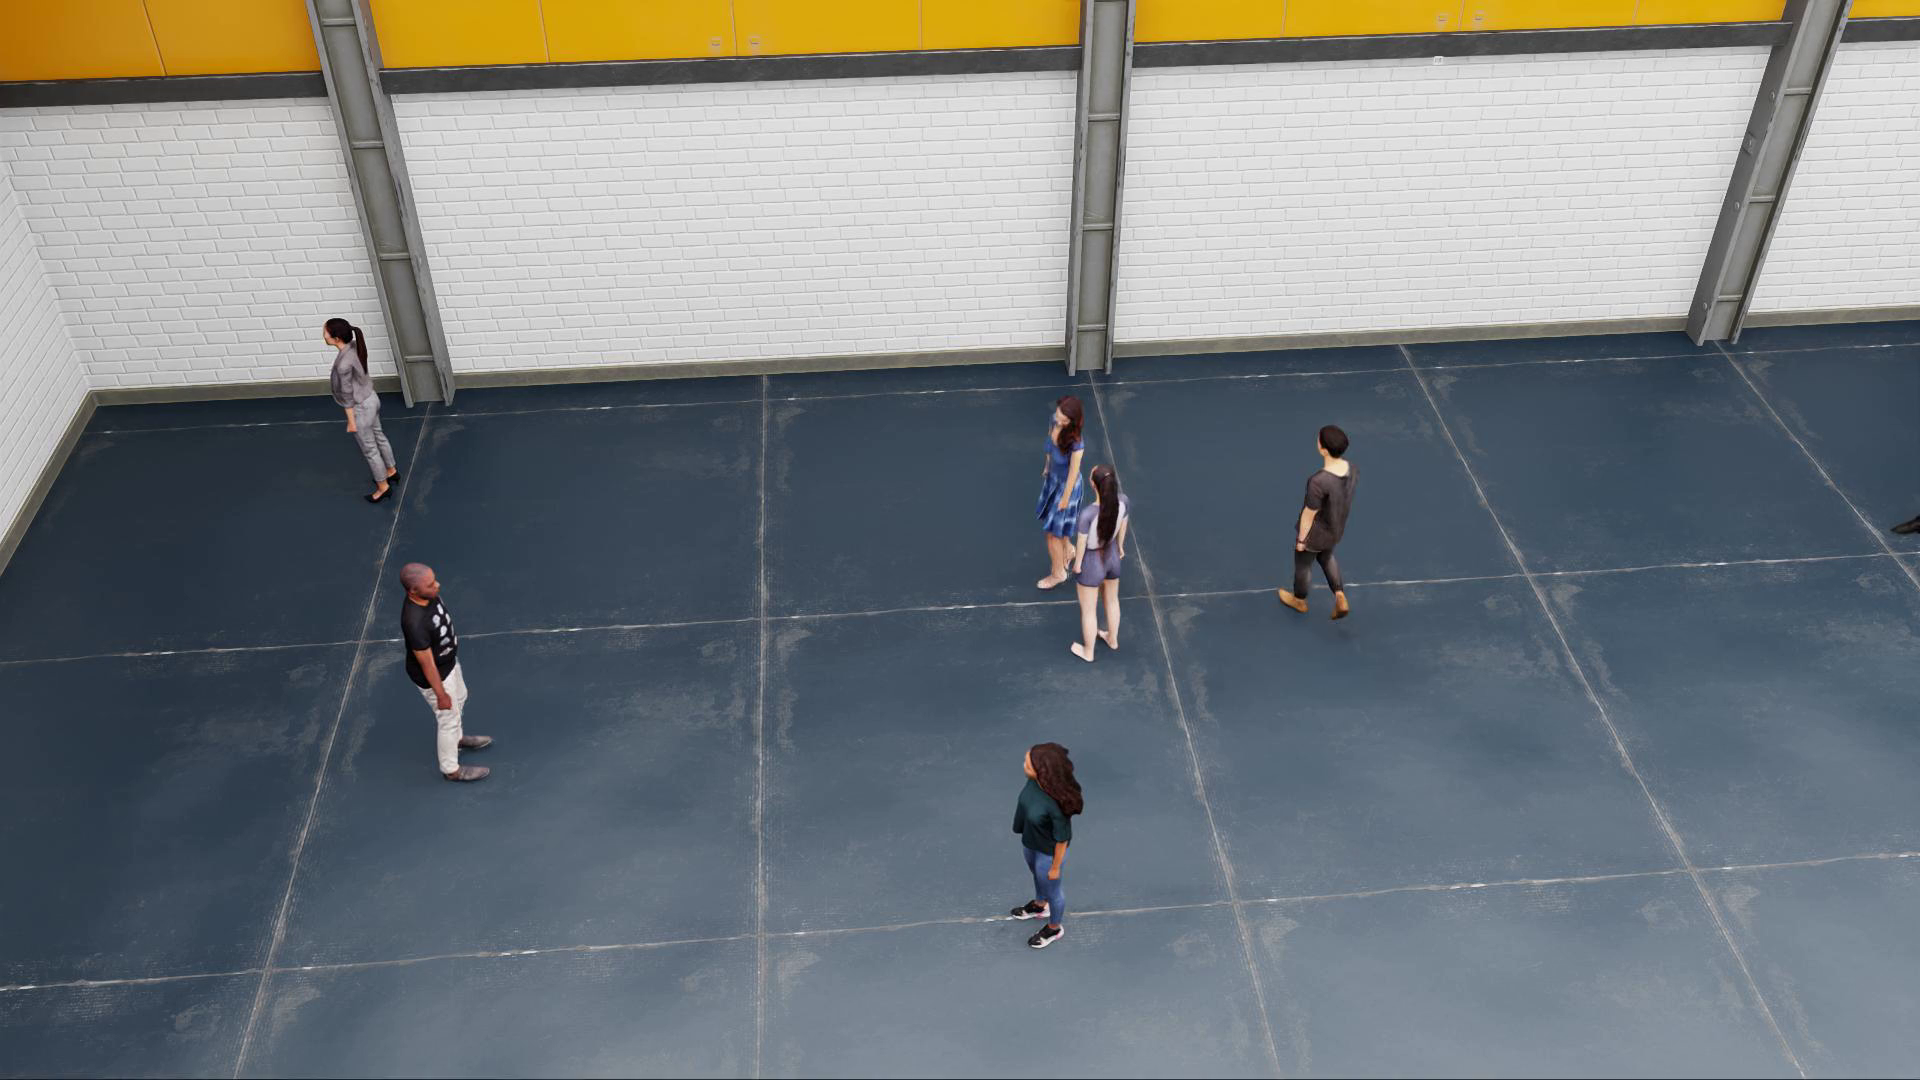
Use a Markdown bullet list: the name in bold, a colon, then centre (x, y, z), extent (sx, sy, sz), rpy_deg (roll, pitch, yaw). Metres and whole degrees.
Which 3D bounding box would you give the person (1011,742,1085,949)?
- **person**: centre (0.512, 1.796, 9.895), extent (0.659, 1.614, 0.653), rpy_deg (-12, 40, -15)

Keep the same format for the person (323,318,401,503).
- **person**: centre (-4.816, -1.052, 13.413), extent (0.566, 1.675, 0.601), rpy_deg (-2, 39, -2)

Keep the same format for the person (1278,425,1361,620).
- **person**: centre (2.701, -0.081, 12.176), extent (0.915, 1.701, 0.905), rpy_deg (-22, 43, -25)

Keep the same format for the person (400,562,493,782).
- **person**: centre (-3.447, 0.855, 10.928), extent (0.590, 1.797, 0.664), rpy_deg (-6, 39, -7)

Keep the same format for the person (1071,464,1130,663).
- **person**: centre (1.015, 0.169, 11.910), extent (0.607, 1.644, 0.727), rpy_deg (-23, 44, -26)

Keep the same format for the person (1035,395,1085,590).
- **person**: centre (0.812, -0.345, 12.451), extent (0.777, 1.770, 0.775), rpy_deg (-10, 40, -12)
